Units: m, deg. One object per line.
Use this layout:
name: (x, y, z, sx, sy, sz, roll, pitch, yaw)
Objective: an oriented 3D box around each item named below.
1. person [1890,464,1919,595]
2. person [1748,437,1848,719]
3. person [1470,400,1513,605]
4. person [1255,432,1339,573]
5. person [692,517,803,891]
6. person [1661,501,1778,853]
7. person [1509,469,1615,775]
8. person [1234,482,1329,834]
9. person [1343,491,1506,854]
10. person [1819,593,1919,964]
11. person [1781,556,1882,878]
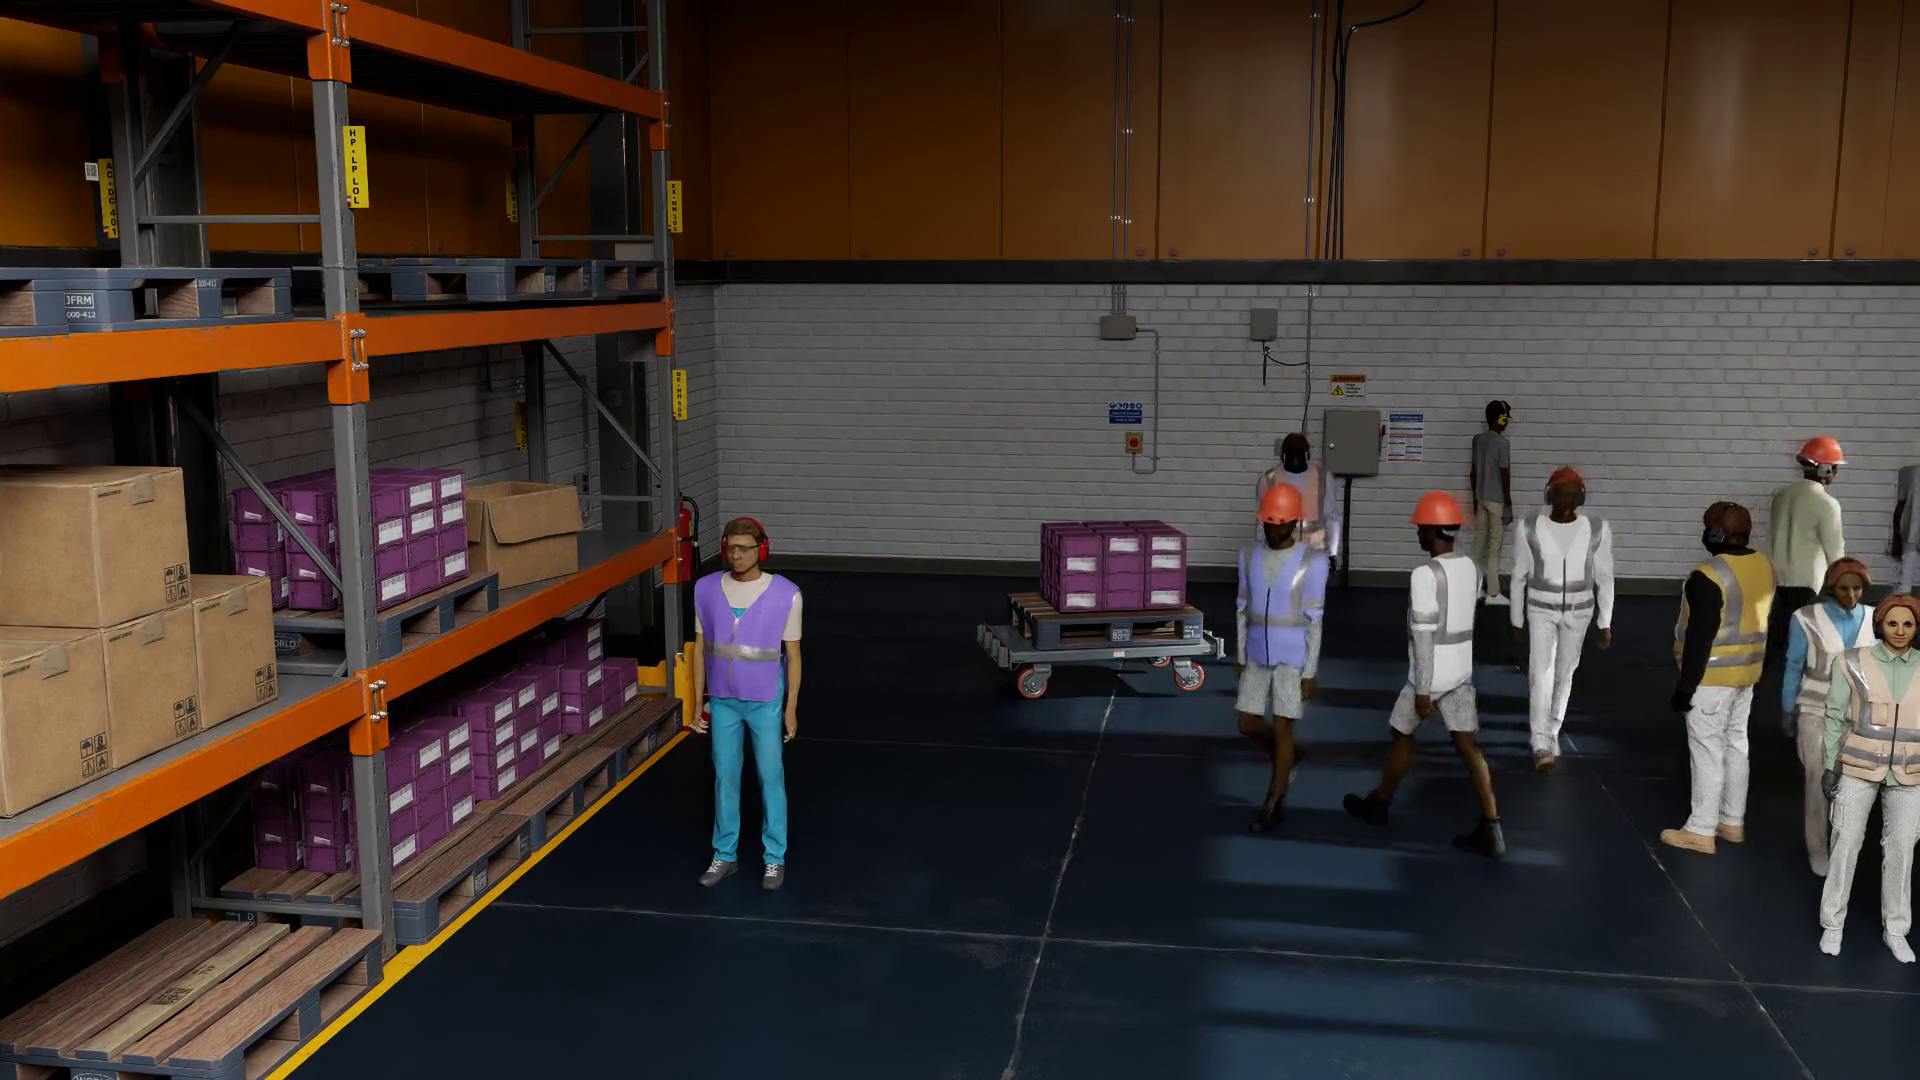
person: (7.551, 0.019, 13.058, 0.953, 1.832, 0.535, -6, 11, -34)
person: (5.620, 0.270, 11.199, 1.068, 1.941, 0.623, 0, 9, -2)
person: (4.857, -0.340, 15.146, 0.329, 1.864, 0.508, -4, 10, -22)
person: (2.573, 0.067, 12.773, 0.621, 1.820, 0.841, 0, 9, 2)
person: (-1.044, 0.793, 8.194, 0.567, 1.848, 0.389, 2, 9, 11)
person: (3.965, 0.716, 8.718, 0.640, 1.840, 0.429, -6, 11, -34)
person: (3.650, 0.493, 10.094, 0.581, 1.825, 1.002, 2, 9, 11)
person: (1.762, 0.616, 9.080, 0.538, 1.913, 0.583, 7, 12, 39)
person: (2.526, 0.681, 8.798, 0.567, 1.883, 1.014, -7, 11, -36)
person: (4.064, 1.038, 7.328, 0.514, 1.641, 0.307, 3, 10, 16)
person: (4.446, 0.863, 8.501, 0.524, 1.616, 0.603, 1, 9, 8)
